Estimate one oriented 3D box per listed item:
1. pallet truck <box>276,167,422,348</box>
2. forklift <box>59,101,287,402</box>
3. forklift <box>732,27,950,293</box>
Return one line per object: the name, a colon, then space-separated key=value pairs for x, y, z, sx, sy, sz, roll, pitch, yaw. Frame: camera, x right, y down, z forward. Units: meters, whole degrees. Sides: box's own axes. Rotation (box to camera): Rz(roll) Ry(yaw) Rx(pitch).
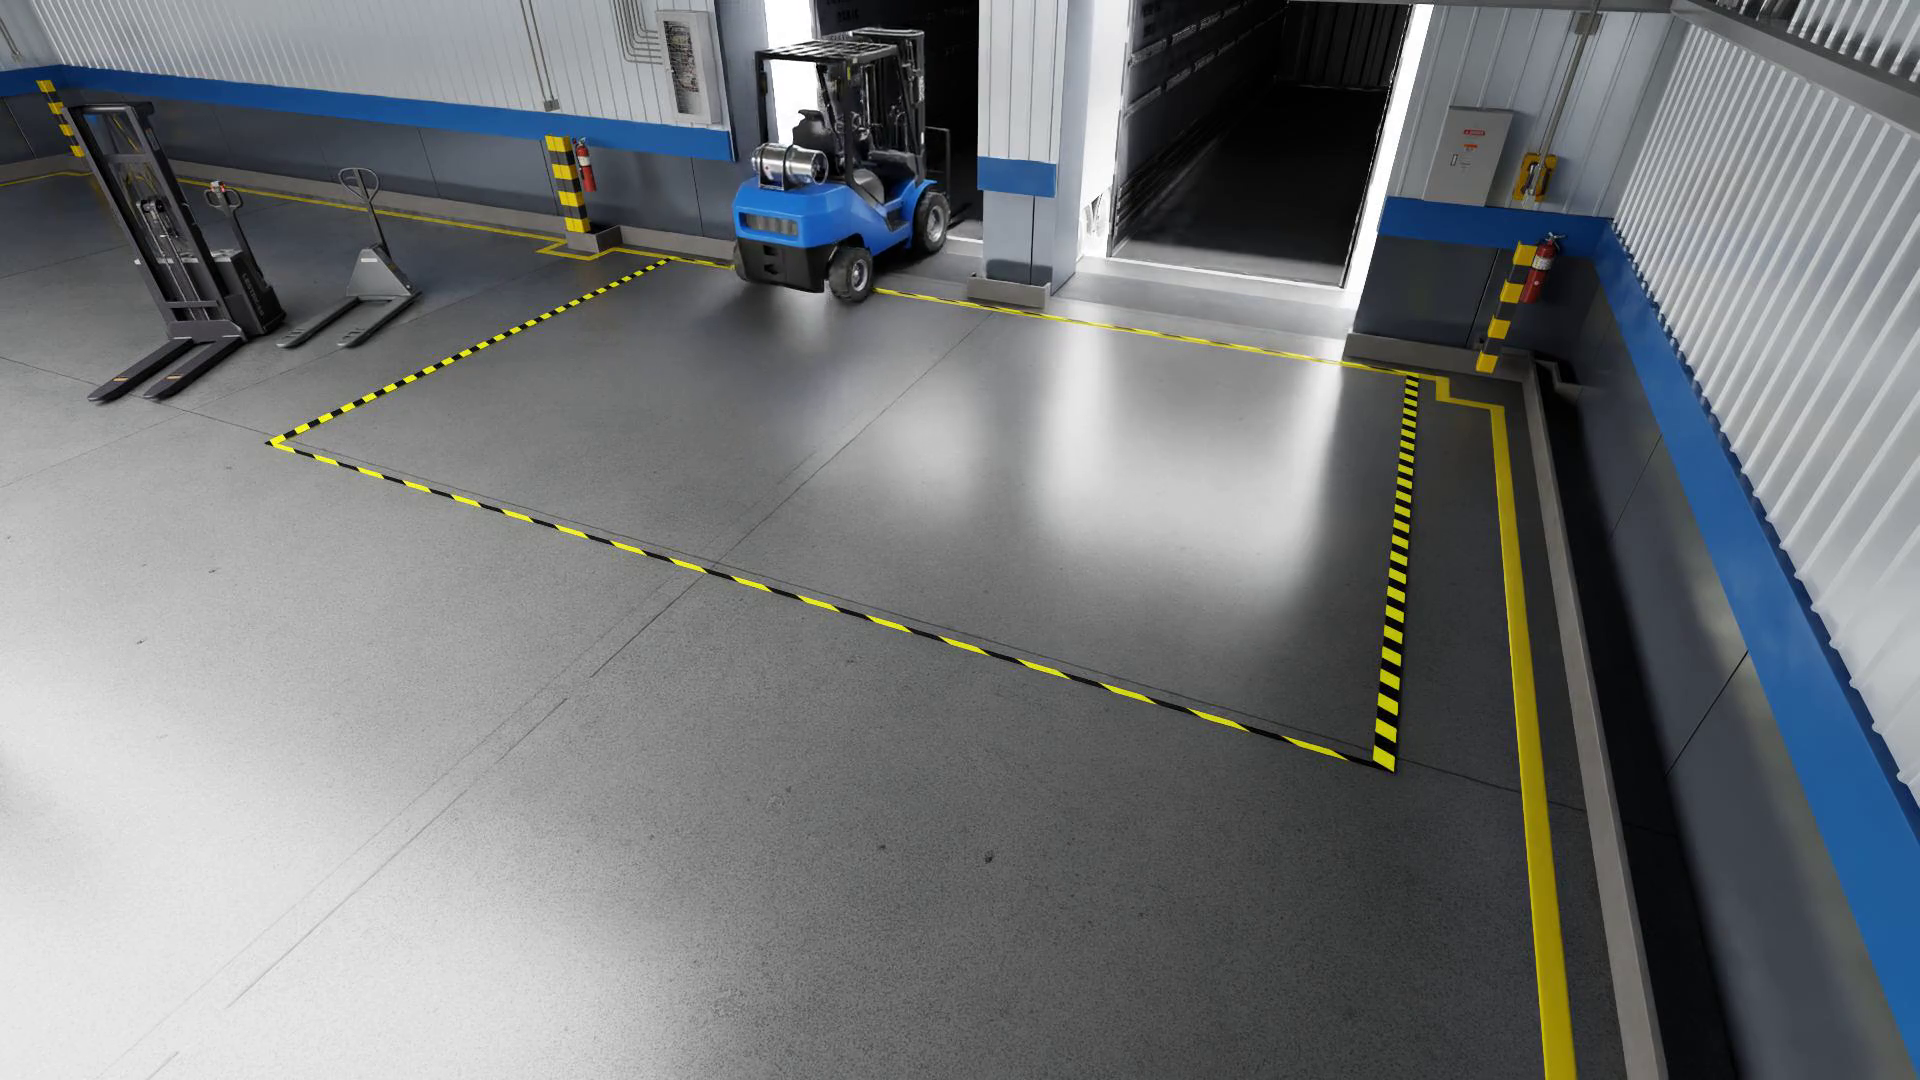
pallet truck: x=-5.732 y=-2.611 z=8.414 sx=0.680 sy=1.201 sz=1.601 roll=-1 pitch=35 yaw=-1
forklift: x=-6.686 y=-2.387 z=7.434 sx=0.823 sy=1.965 sz=1.885 roll=-3 pitch=35 yaw=-5
forklift: x=-1.196 y=-3.935 z=9.320 sx=1.157 sy=2.036 sz=2.680 roll=16 pitch=38 yaw=21
